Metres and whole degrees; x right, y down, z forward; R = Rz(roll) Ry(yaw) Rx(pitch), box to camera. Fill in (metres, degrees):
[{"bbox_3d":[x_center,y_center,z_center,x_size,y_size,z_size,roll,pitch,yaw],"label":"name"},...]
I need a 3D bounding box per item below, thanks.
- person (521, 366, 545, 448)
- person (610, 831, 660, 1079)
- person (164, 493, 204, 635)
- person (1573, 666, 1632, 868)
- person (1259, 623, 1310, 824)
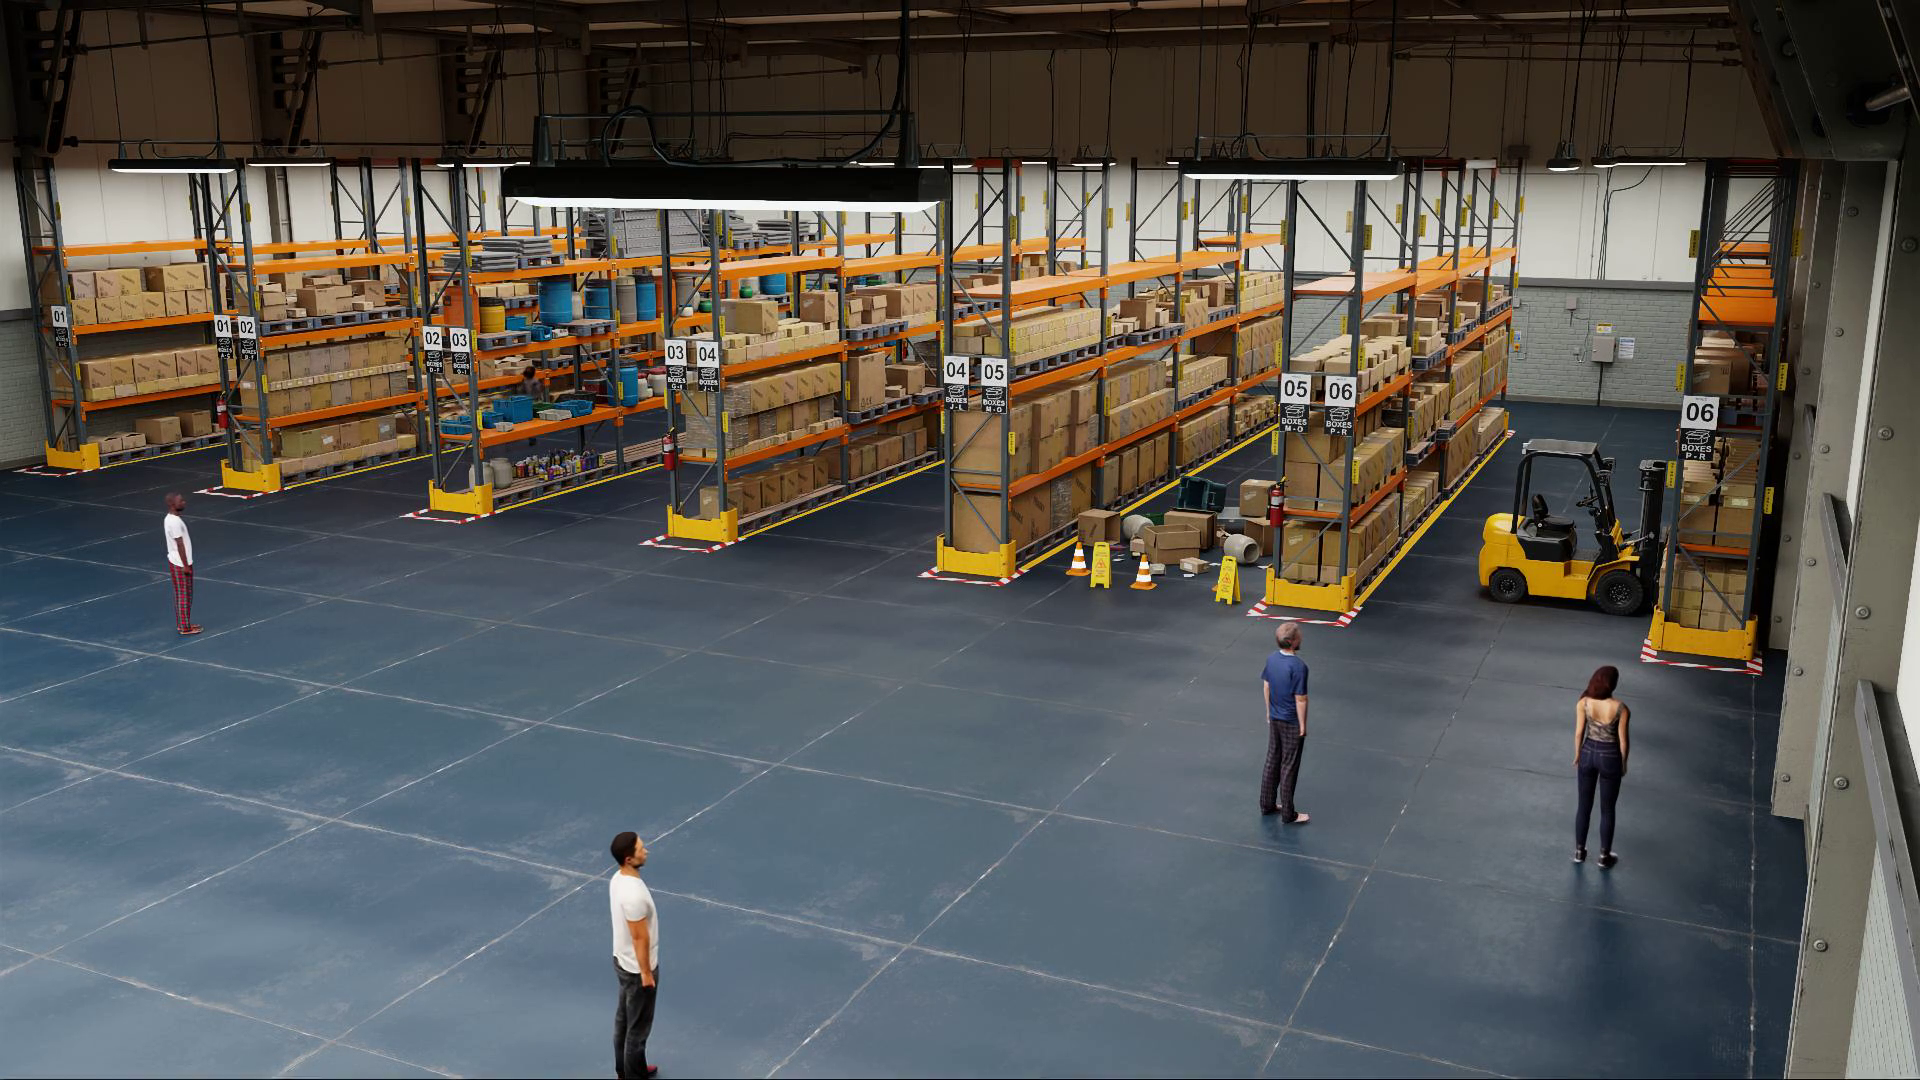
[{"bbox_3d":[-9.114,-2.825,35.203,0.602,1.697,0.717,5,14,21],"label":"person"},{"bbox_3d":[-2.139,2.756,10.864,0.760,1.804,0.719,-6,14,-23],"label":"person"},{"bbox_3d":[-10.060,0.289,21.449,0.723,1.836,0.735,-9,16,-34],"label":"person"},{"bbox_3d":[5.556,1.947,14.437,0.645,1.769,0.598,9,16,34],"label":"person"},{"bbox_3d":[3.017,1.674,15.392,0.740,1.870,0.739,-8,15,-31],"label":"person"}]
